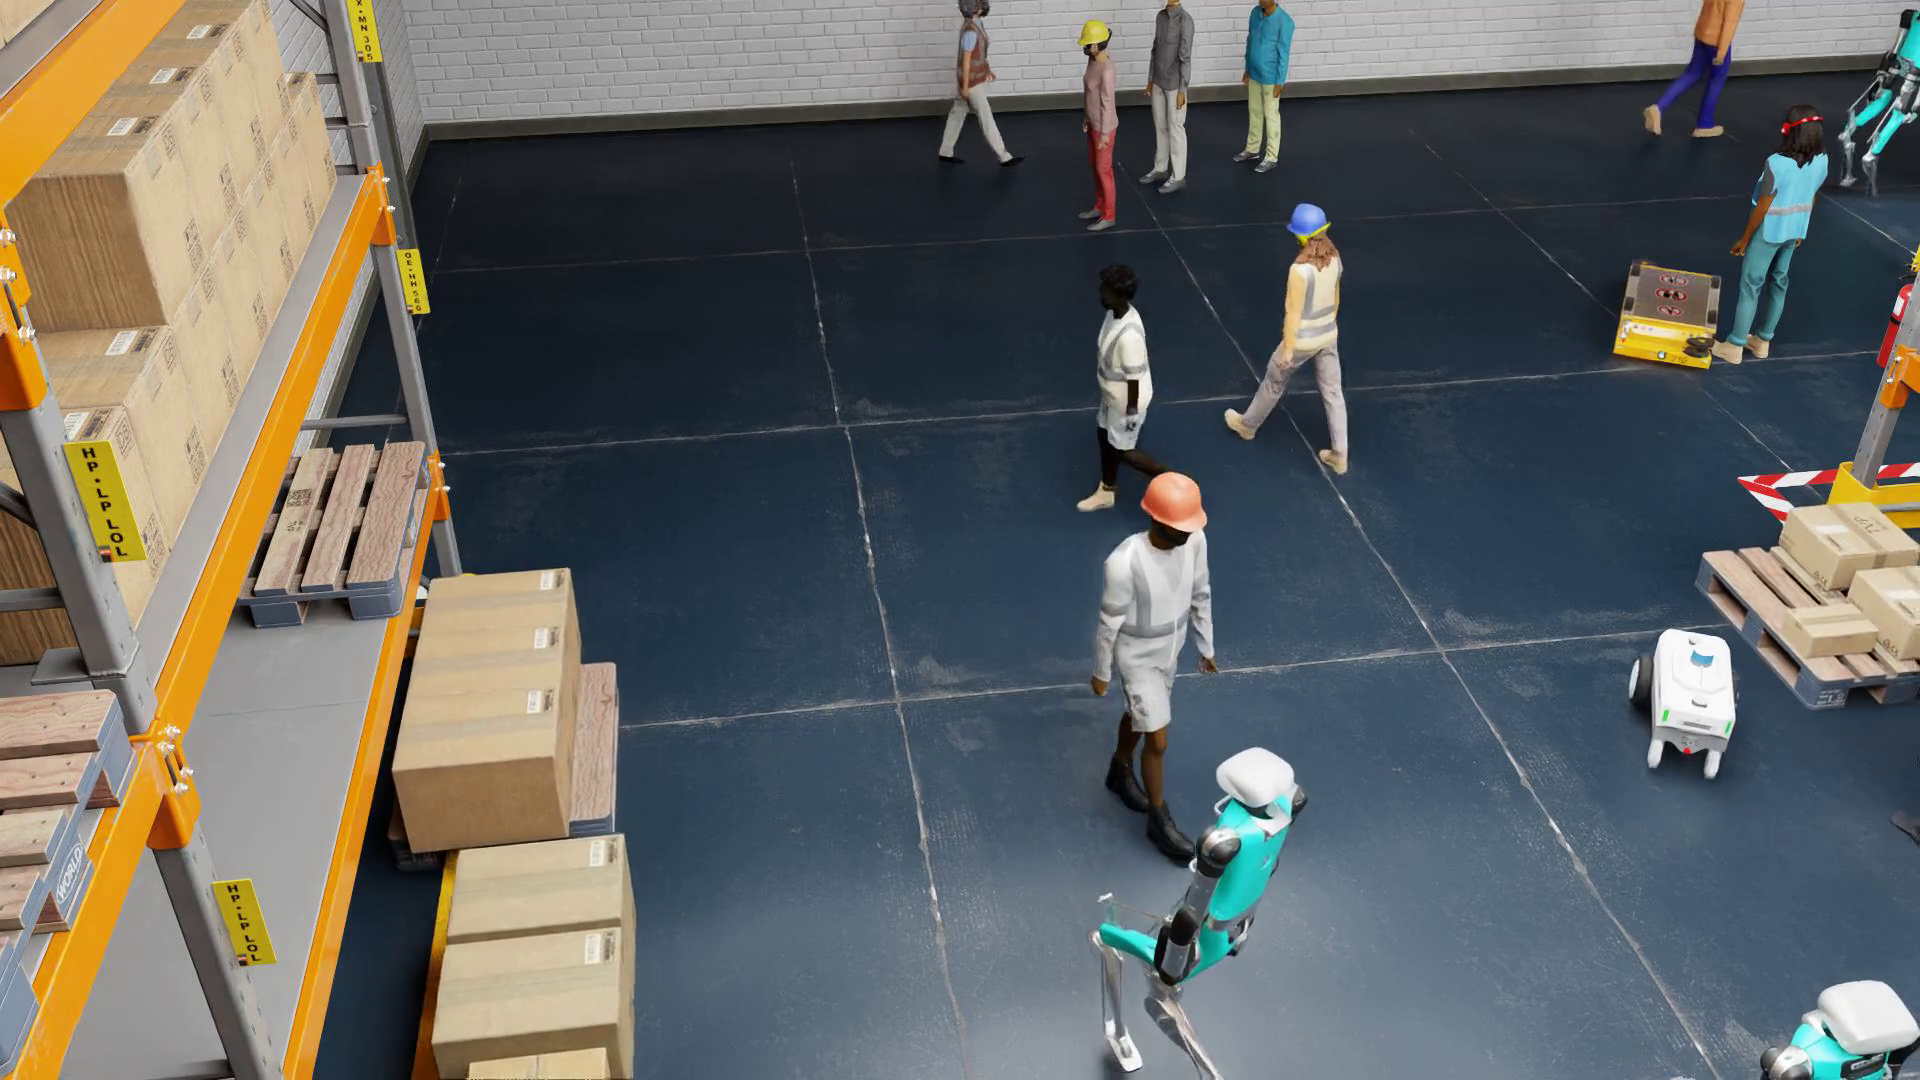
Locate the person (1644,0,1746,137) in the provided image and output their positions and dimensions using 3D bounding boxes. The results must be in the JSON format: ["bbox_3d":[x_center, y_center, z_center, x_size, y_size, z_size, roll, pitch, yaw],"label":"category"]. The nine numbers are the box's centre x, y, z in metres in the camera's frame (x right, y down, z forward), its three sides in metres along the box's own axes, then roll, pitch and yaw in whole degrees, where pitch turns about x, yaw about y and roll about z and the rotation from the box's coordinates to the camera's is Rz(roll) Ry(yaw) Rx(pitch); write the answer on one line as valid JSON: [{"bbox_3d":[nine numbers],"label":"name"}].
[{"bbox_3d":[6.957,-4.666,15.466,0.814,1.952,0.524,-7,34,-11],"label":"person"}]

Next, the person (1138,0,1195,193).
[{"bbox_3d":[1.840,-3.989,14.488,0.391,1.892,0.542,-17,37,-24],"label":"person"}]

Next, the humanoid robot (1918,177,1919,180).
[{"bbox_3d":[8.794,-3.655,14.206,0.734,1.637,0.589,21,39,29],"label":"humanoid robot"}]

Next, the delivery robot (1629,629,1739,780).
[{"bbox_3d":[3.684,0.783,8.389,0.499,0.592,0.791,10,35,15],"label":"delivery robot"}]

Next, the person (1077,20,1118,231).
[{"bbox_3d":[1.122,-3.420,13.742,0.370,1.752,0.520,-6,34,-9],"label":"person"}]

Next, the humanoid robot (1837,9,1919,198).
[{"bbox_3d":[7.913,-3.750,14.285,0.809,1.795,0.543,-13,35,-19],"label":"humanoid robot"}]

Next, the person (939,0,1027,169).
[{"bbox_3d":[0.191,-4.145,14.929,0.849,1.641,0.454,3,33,5],"label":"person"}]

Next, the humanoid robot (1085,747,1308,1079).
[{"bbox_3d":[0.821,1.431,6.330,0.950,1.753,0.566,28,43,36],"label":"humanoid robot"}]

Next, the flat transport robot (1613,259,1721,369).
[{"bbox_3d":[5.313,-1.707,12.468,0.659,0.231,1.431,13,35,19],"label":"flat transport robot"}]

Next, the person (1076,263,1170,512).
[{"bbox_3d":[1.043,-0.873,9.897,0.571,1.676,0.549,-4,33,-6],"label":"person"}]

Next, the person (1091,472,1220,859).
[{"bbox_3d":[0.957,0.562,7.488,0.576,1.909,0.808,-24,40,-32],"label":"person"}]

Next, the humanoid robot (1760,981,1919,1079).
[{"bbox_3d":[2.718,2.169,5.141,0.544,1.751,0.679,-11,35,-16],"label":"humanoid robot"}]

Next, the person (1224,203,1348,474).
[{"bbox_3d":[2.136,-1.296,10.512,0.531,1.717,0.967,-21,39,-29],"label":"person"}]

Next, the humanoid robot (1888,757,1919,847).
[{"bbox_3d":[4.598,0.868,7.288,0.597,1.629,0.776,-5,33,-8],"label":"humanoid robot"}]

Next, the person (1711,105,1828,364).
[{"bbox_3d":[5.691,-2.123,11.641,0.527,1.871,0.390,-10,34,-15],"label":"person"}]

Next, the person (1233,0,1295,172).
[{"bbox_3d":[2.719,-4.199,14.939,0.357,1.743,0.561,-17,37,-24],"label":"person"}]
